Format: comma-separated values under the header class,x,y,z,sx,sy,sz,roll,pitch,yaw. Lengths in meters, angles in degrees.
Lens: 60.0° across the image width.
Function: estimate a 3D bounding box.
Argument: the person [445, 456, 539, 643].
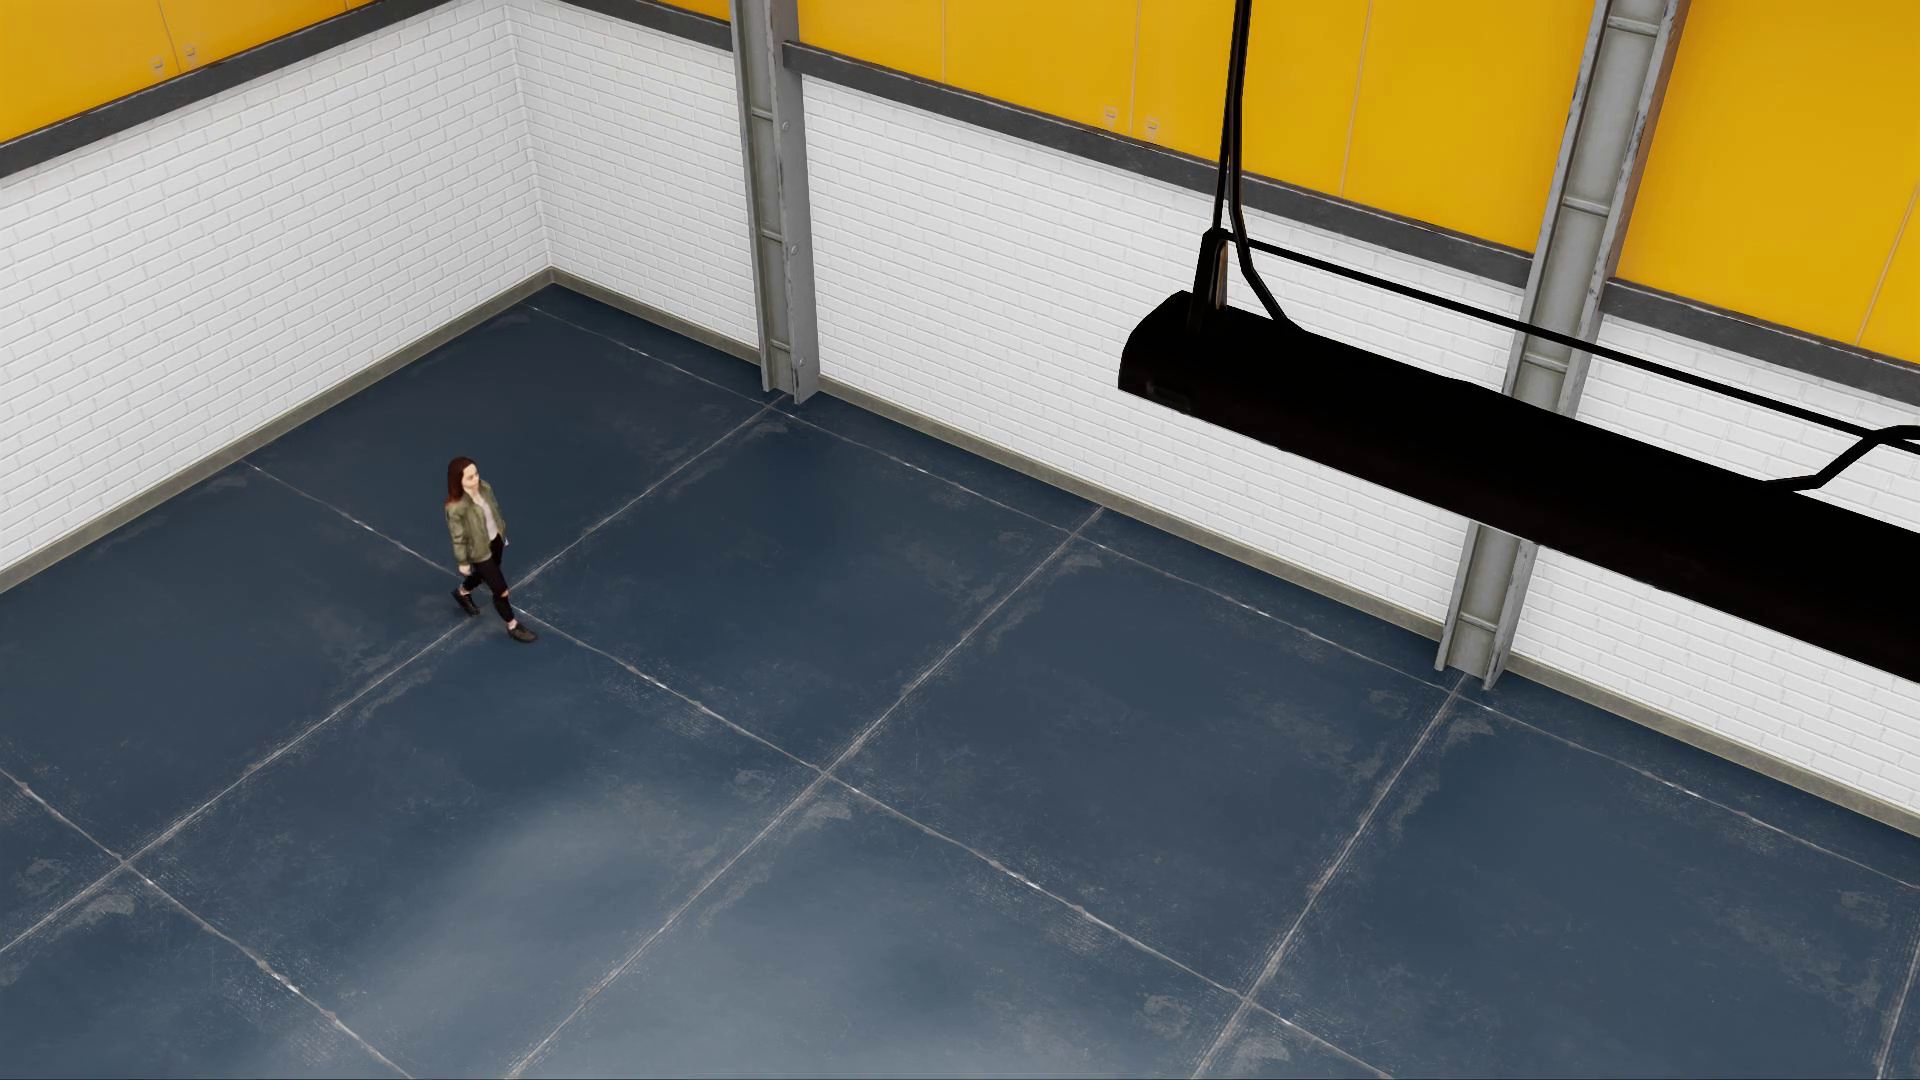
class,x,y,z,sx,sy,sz,roll,pitch,yaw
person,-3.283,0.043,11.257,1.011,1.452,0.720,14,41,17
